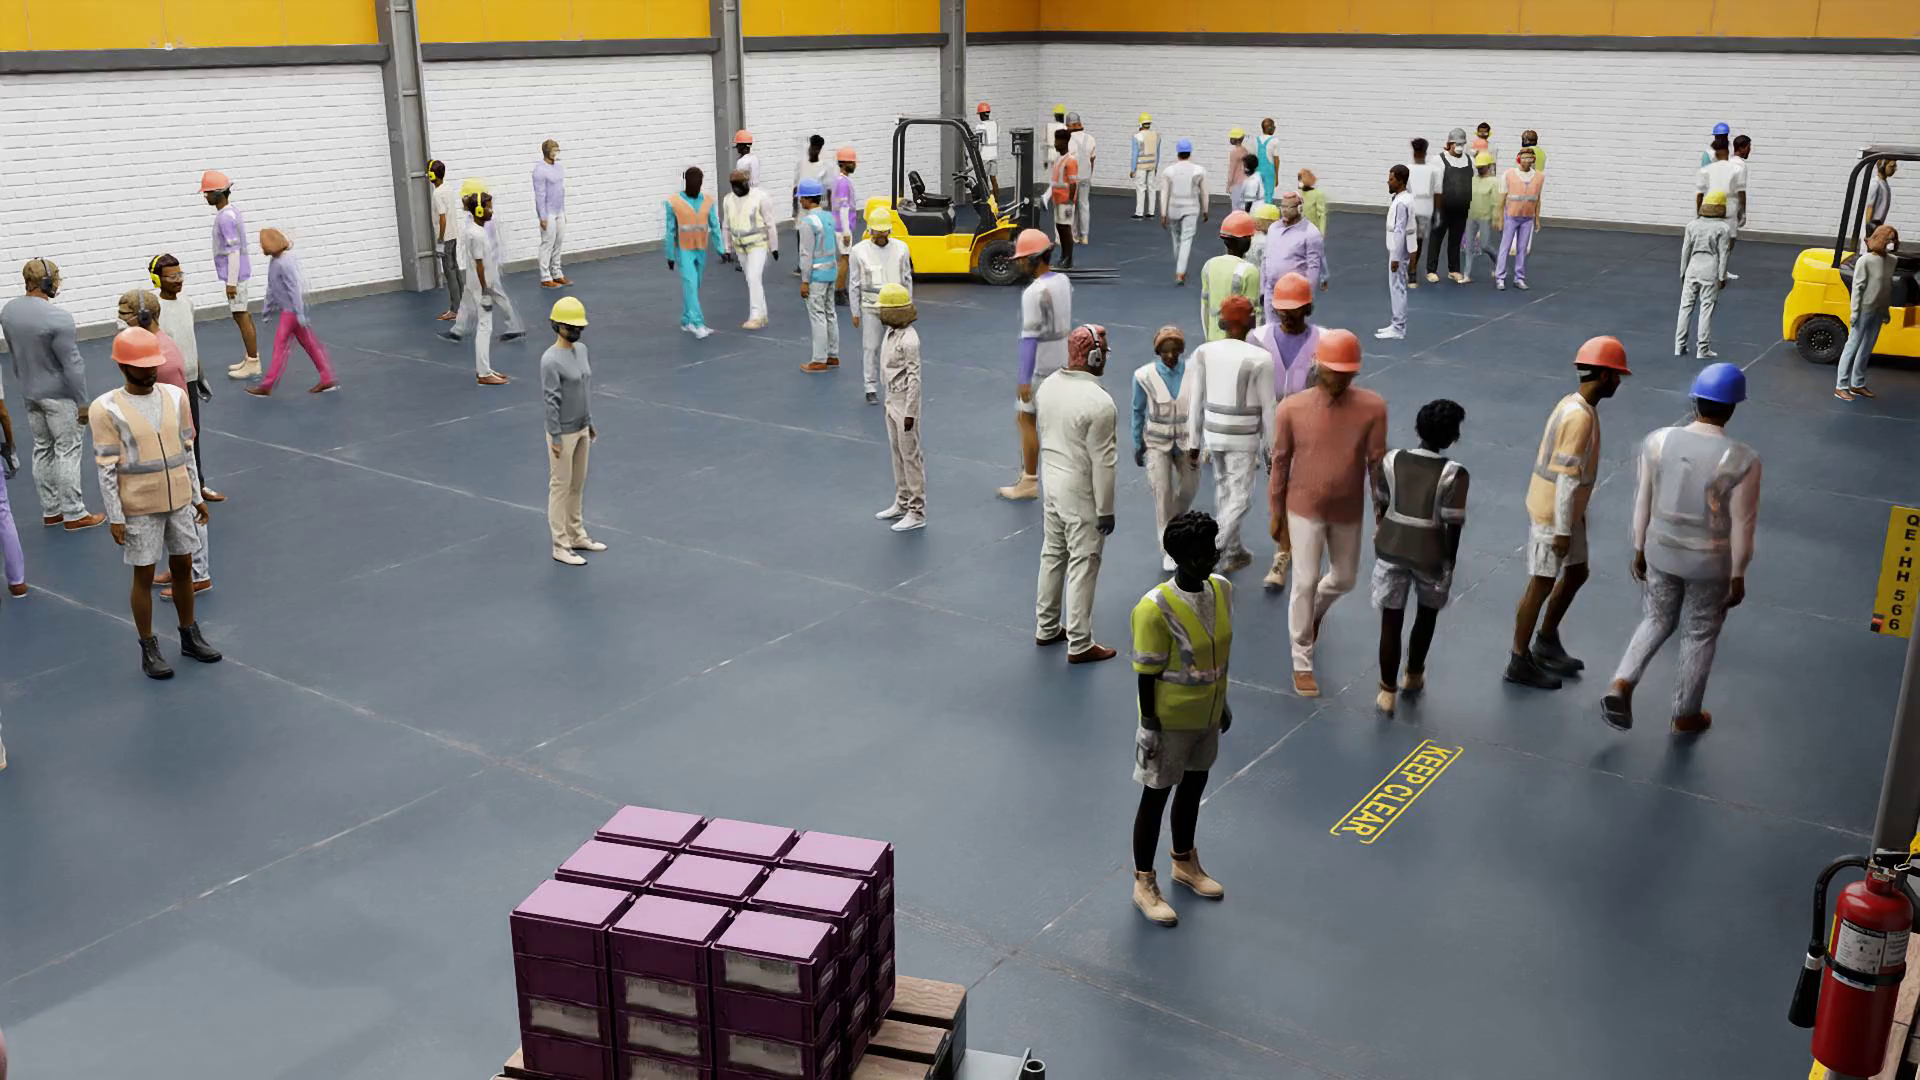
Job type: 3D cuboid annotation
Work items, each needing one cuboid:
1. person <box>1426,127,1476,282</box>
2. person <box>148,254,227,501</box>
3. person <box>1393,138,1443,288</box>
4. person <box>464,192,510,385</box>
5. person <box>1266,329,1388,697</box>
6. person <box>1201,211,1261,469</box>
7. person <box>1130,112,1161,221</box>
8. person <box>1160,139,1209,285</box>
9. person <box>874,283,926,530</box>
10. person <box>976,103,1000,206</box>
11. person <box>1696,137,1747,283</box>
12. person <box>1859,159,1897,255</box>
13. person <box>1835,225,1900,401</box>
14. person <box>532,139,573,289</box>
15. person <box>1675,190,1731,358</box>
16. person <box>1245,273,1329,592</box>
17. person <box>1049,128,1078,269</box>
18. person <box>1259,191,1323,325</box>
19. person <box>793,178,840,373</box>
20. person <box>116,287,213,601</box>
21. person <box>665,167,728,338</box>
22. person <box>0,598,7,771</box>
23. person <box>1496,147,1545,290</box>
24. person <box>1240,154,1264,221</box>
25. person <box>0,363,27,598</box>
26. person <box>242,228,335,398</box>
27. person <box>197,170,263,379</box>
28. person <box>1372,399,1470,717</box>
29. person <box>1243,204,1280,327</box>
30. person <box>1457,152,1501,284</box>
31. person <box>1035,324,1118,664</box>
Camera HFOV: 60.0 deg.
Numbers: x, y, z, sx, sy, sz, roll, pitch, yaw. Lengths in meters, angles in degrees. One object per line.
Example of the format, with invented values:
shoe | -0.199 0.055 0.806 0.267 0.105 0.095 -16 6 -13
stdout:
person | 6.605 -4.485 22.285 0.684 2.000 0.538 -4 18 -13
person | -5.679 -1.148 12.120 0.331 1.874 0.519 6 19 17
person | 6.040 -4.350 22.073 0.620 1.919 0.976 1 18 2
person | -4.631 -2.439 16.184 0.324 1.862 0.511 -6 19 -17
person | 1.964 -0.204 9.026 0.648 1.964 0.829 -1 18 -3
person | 2.153 -1.564 13.138 0.370 2.048 0.607 -12 21 -32
person | 3.187 -6.465 28.813 0.590 1.835 0.404 -10 20 -28
person | 2.982 -4.383 22.221 0.614 1.901 1.027 6 19 18
person | -0.428 -0.934 11.663 0.323 1.739 0.489 -6 19 -19
person | 0.470 -6.960 30.235 0.546 1.920 0.418 -15 23 -39
person | 10.088 -4.351 22.055 0.676 1.929 0.488 12 21 32
person | 11.365 -3.868 20.694 0.353 1.842 0.508 15 23 38
person | 8.517 -2.126 15.565 0.506 1.632 0.266 -8 19 -23
person | -5.355 -4.269 21.802 0.384 1.931 0.624 5 18 14
person | 7.817 -2.790 17.467 0.318 1.741 0.492 -14 22 -37
person | 2.095 -0.736 10.653 0.607 1.981 1.092 7 19 22
person | 1.444 -4.764 23.281 0.364 1.962 0.613 -5 18 -14
person | 3.111 -2.369 15.887 0.410 1.907 0.643 -15 23 -39
person | -1.448 -2.656 16.740 0.430 1.938 0.602 6 19 18
person | -4.920 -0.592 10.274 0.370 1.940 0.630 -12 21 -33
person | -2.915 -3.192 18.525 0.589 1.868 0.932 -16 24 -41
person | -4.847 0.221 7.818 0.586 1.882 0.341 -5 19 -17
person | 7.281 -4.185 21.661 0.564 1.846 0.391 -2 18 -5
person | 4.004 -4.458 22.811 0.319 1.669 0.643 5 18 15
person | -6.065 -0.523 10.188 0.511 1.862 0.327 -11 21 -31
person | -6.379 -2.126 15.638 0.888 1.587 0.503 -10 20 -29
person | -7.218 -2.616 16.439 0.395 2.038 0.615 -6 19 -18
person | 2.389 0.068 8.647 0.516 1.664 0.640 9 20 27
person | 2.964 -2.448 16.445 0.580 1.716 0.492 -4 18 -11
person | 6.984 -4.304 22.197 0.677 1.741 0.531 -14 22 -37
person | 0.679 -0.263 9.321 0.395 1.899 0.642 -10 20 -29
